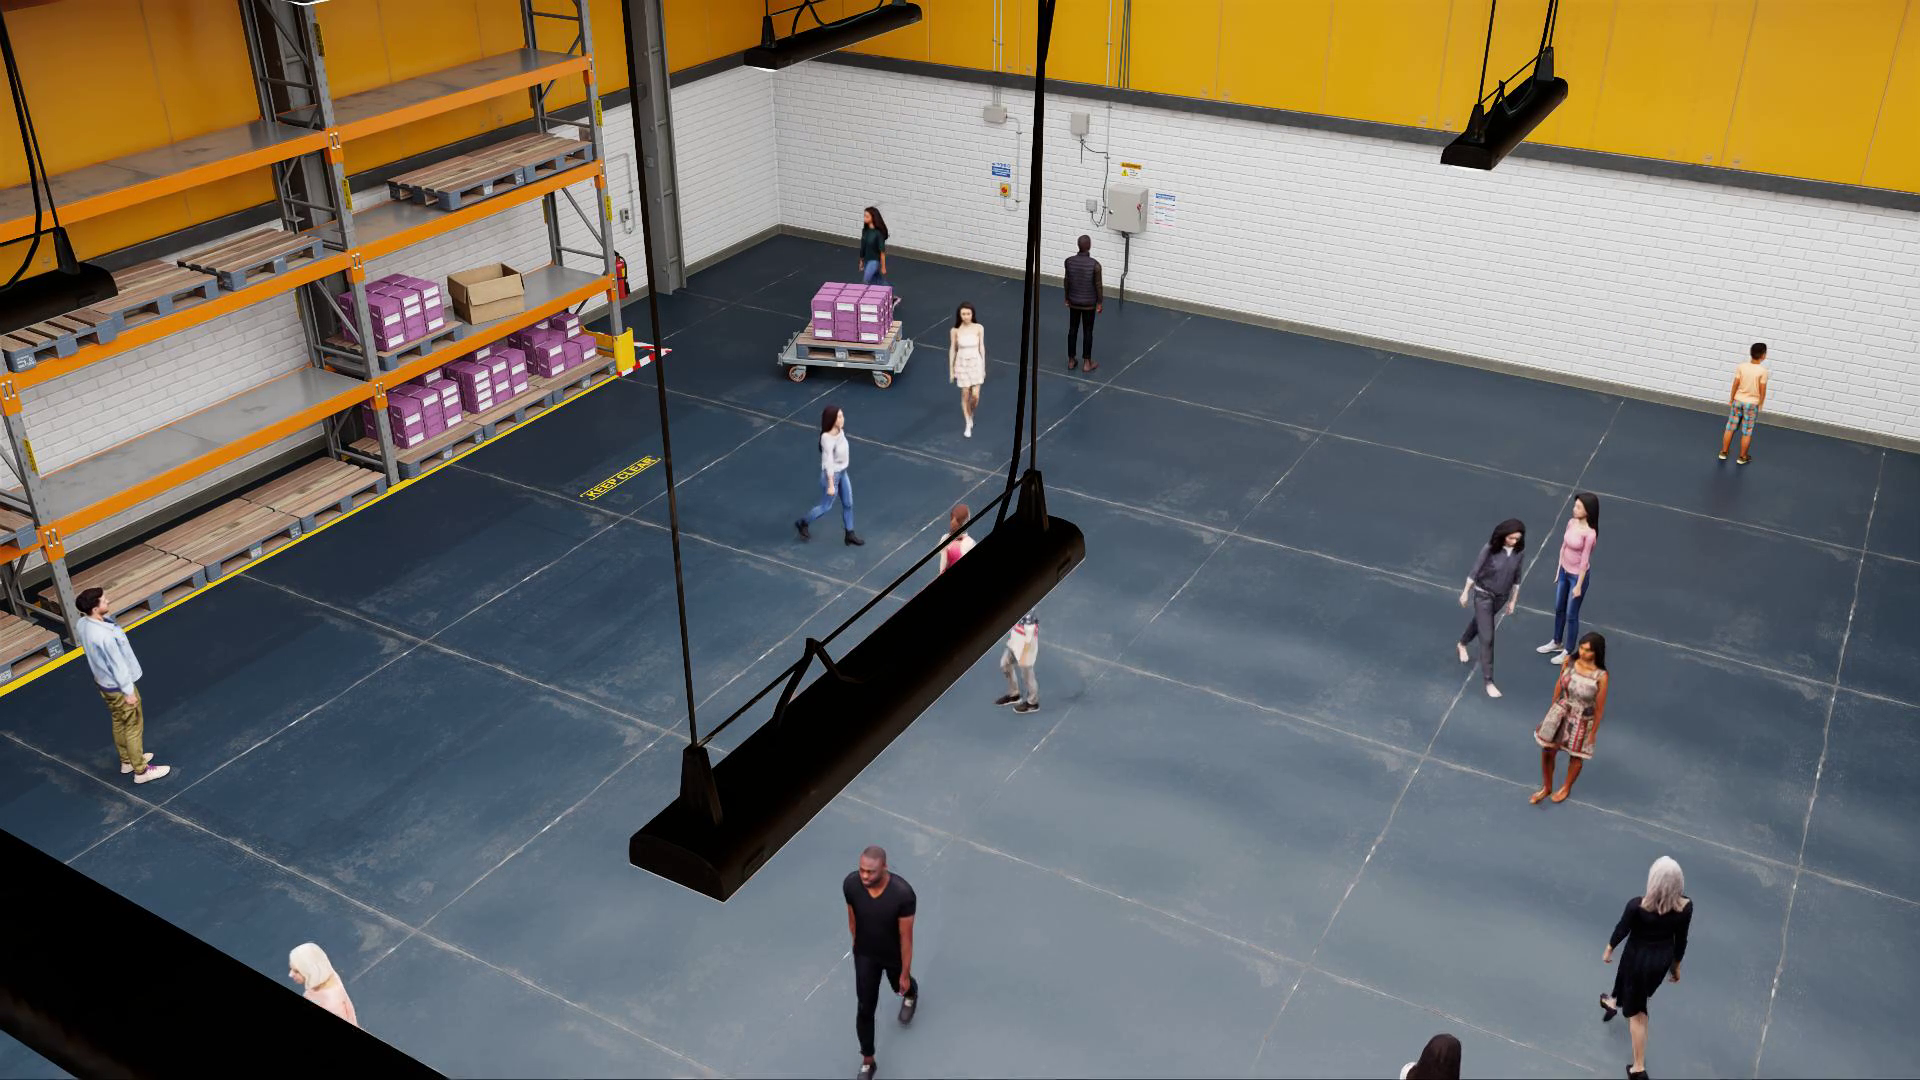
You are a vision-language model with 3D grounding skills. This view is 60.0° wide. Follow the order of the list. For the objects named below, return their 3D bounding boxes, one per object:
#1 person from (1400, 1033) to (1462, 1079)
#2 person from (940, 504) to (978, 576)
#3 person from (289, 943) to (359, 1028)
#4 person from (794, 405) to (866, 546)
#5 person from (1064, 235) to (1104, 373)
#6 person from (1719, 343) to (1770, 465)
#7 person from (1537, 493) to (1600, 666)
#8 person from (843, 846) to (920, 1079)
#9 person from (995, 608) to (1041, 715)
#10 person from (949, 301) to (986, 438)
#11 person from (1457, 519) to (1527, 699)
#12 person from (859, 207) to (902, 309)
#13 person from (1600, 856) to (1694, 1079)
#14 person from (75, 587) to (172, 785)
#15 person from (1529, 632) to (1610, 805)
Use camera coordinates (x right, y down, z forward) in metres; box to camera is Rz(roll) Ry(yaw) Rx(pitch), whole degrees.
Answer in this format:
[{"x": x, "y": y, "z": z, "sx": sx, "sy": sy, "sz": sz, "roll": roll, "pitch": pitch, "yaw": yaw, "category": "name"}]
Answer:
[{"x": 2.689, "y": 3.545, "z": 9.599, "sx": 0.604, "sy": 1.776, "sz": 0.641, "roll": -25, "pitch": 37, "yaw": -37, "category": "person"}, {"x": -0.031, "y": 0.515, "z": 15.217, "sx": 0.568, "sy": 1.715, "sz": 1.151, "roll": 16, "pitch": 32, "yaw": 27, "category": "person"}, {"x": -3.819, "y": 3.136, "z": 10.423, "sx": 0.915, "sy": 1.705, "sz": 0.803, "roll": -17, "pitch": 33, "yaw": -28, "category": "person"}, {"x": -1.404, "y": -0.660, "z": 17.485, "sx": 0.835, "sy": 1.605, "sz": 1.012, "roll": 8, "pitch": 30, "yaw": 14, "category": "person"}, {"x": 1.597, "y": -3.101, "z": 21.719, "sx": 0.694, "sy": 1.836, "sz": 0.567, "roll": 14, "pitch": 32, "yaw": 24, "category": "person"}, {"x": 9.155, "y": -1.602, "z": 19.363, "sx": 0.558, "sy": 1.461, "sz": 0.532, "roll": 22, "pitch": 35, "yaw": 34, "category": "person"}, {"x": 5.722, "y": 0.341, "z": 15.507, "sx": 0.688, "sy": 1.743, "sz": 0.623, "roll": -6, "pitch": 29, "yaw": -11, "category": "person"}, {"x": -0.469, "y": 2.714, "z": 11.115, "sx": 0.874, "sy": 1.782, "sz": 1.254, "roll": 7, "pitch": 29, "yaw": 13, "category": "person"}, {"x": 0.623, "y": 0.907, "z": 14.798, "sx": 0.741, "sy": 1.428, "sz": 0.682, "roll": -8, "pitch": 30, "yaw": -15, "category": "person"}, {"x": 0.096, "y": -2.061, "z": 19.932, "sx": 0.715, "sy": 1.723, "sz": 0.760, "roll": -1, "pitch": 29, "yaw": -3, "category": "person"}, {"x": 4.836, "y": 0.498, "z": 15.274, "sx": 1.157, "sy": 1.690, "sz": 1.256, "roll": -4, "pitch": 29, "yaw": -8, "category": "person"}, {"x": -1.164, "y": -3.919, "z": 23.489, "sx": 1.186, "sy": 1.579, "sz": 0.884, "roll": -20, "pitch": 34, "yaw": -32, "category": "person"}, {"x": 4.523, "y": 2.866, "z": 10.903, "sx": 0.950, "sy": 1.719, "sz": 1.120, "roll": -1, "pitch": 29, "yaw": -2, "category": "person"}, {"x": -7.037, "y": 1.199, "z": 13.862, "sx": 0.721, "sy": 1.812, "sz": 0.636, "roll": 23, "pitch": 36, "yaw": 36, "category": "person"}, {"x": 5.086, "y": 1.430, "z": 13.621, "sx": 0.787, "sy": 1.636, "sz": 0.742, "roll": -23, "pitch": 36, "yaw": -36, "category": "person"}]
